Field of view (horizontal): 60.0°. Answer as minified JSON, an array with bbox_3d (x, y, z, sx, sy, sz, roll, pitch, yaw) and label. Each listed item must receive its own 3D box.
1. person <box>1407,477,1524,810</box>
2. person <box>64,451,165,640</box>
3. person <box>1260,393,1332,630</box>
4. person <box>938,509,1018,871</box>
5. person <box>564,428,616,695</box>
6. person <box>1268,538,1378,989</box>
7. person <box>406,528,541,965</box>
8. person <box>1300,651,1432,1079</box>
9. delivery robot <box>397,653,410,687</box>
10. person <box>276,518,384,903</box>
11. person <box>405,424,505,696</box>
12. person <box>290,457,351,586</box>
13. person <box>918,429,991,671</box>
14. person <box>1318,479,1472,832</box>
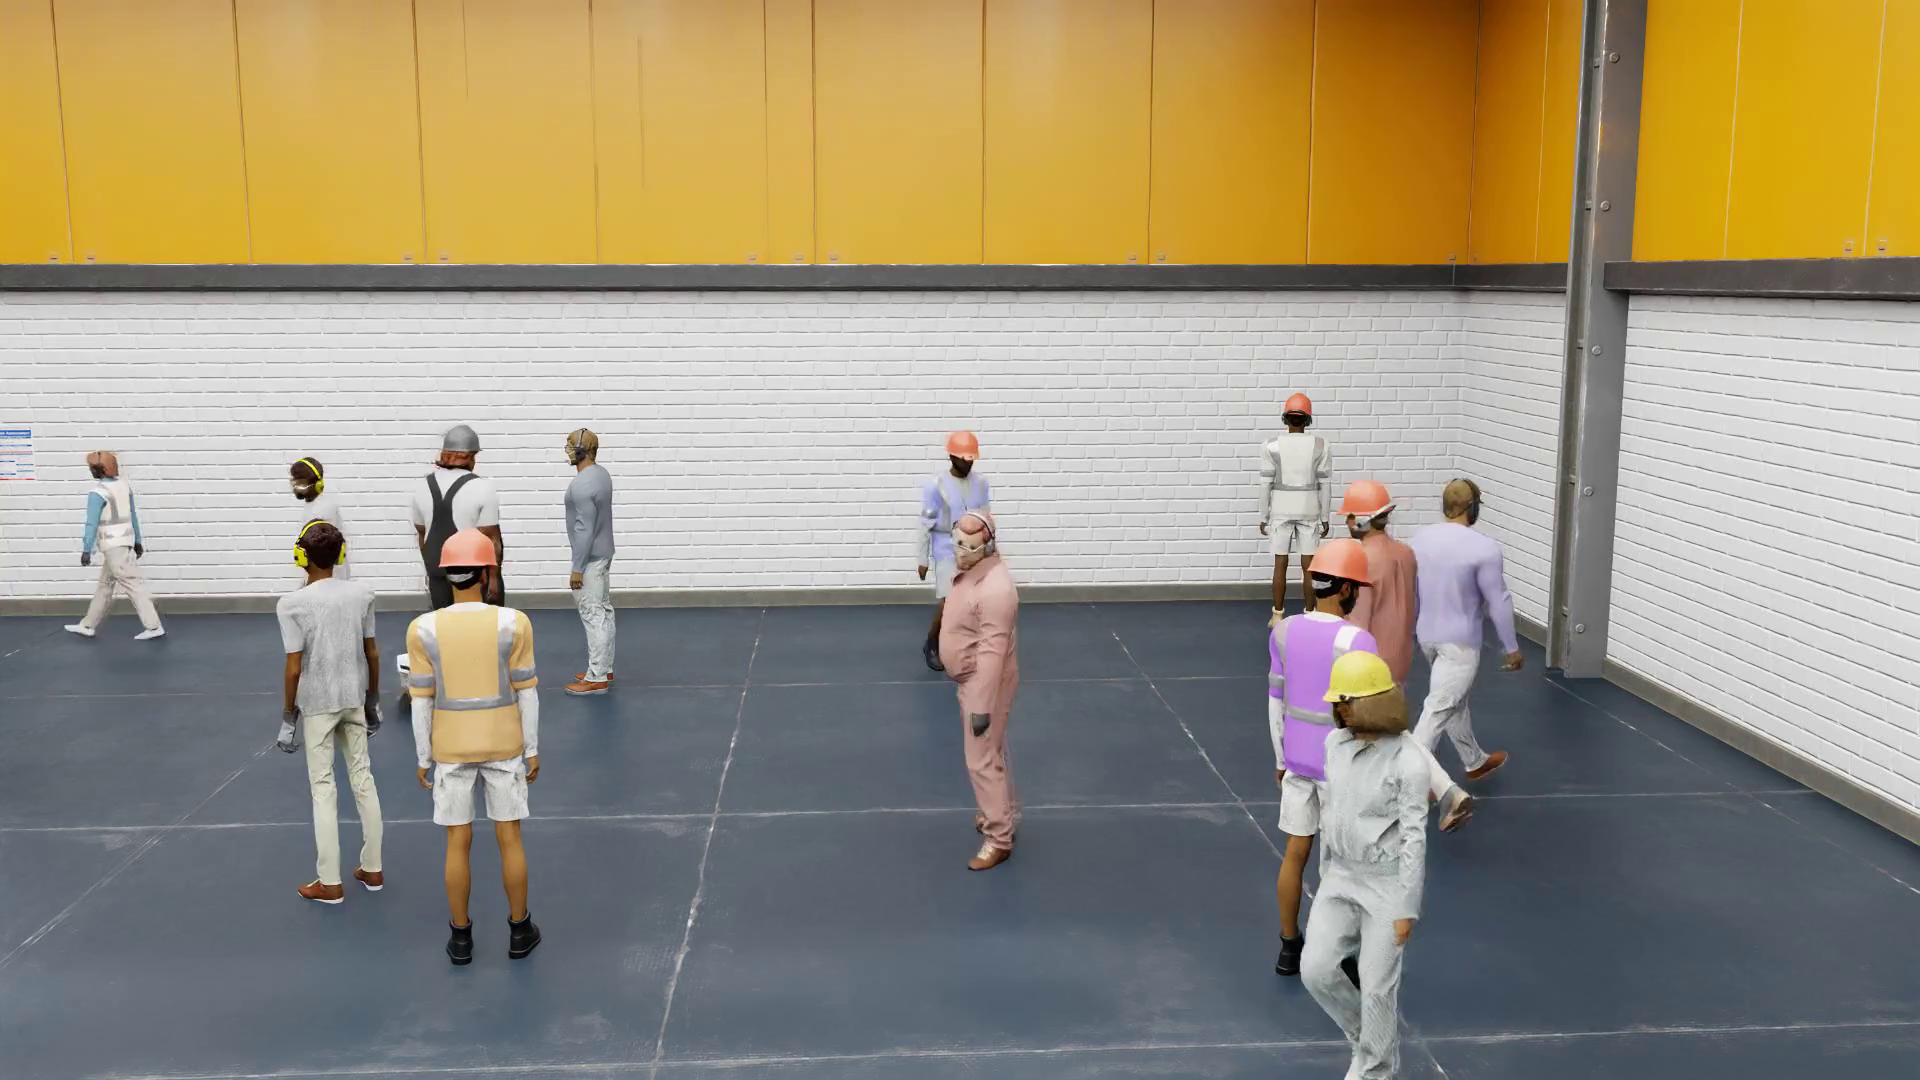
[{"bbox_3d":[2.868,0.584,9.555,1.037,1.881,0.653,-5,10,-27],"label":"person"},{"bbox_3d":[-7.038,0.056,13.760,0.879,1.583,0.531,0,9,-1],"label":"person"},{"bbox_3d":[2.841,-0.225,14.127,0.605,2.044,0.374,1,9,9],"label":"person"},{"bbox_3d":[0.099,0.742,8.610,0.444,1.870,0.802,-1,9,-8],"label":"person"},{"bbox_3d":[-2.699,0.153,12.080,0.373,1.940,0.629,0,9,1],"label":"person"},{"bbox_3d":[1.575,0.951,7.104,0.382,1.927,0.542,-7,12,-38],"label":"person"},{"bbox_3d":[-2.131,0.911,7.346,0.542,1.930,0.375,-2,9,-11],"label":"person"},{"bbox_3d":[1.428,1.237,5.922,0.358,1.717,0.519,-7,11,-35],"label":"person"},{"bbox_3d":[-3.567,0.864,11.650,0.477,0.478,0.707,7,11,36],"label":"delivery robot"},{"bbox_3d":[-3.052,0.834,8.060,0.387,1.880,0.543,8,12,41],"label":"person"},{"bbox_3d":[-3.525,0.168,11.661,0.684,2.000,0.928,3,10,19],"label":"person"},{"bbox_3d":[-4.325,0.331,11.325,0.330,1.832,0.658,-1,9,-7],"label":"person"},{"bbox_3d":[-0.021,0.108,12.478,0.547,1.910,0.497,-6,11,-32],"label":"person"},{"bbox_3d":[2.280,0.662,8.814,0.614,1.963,0.762,-9,12,-43],"label":"person"}]
